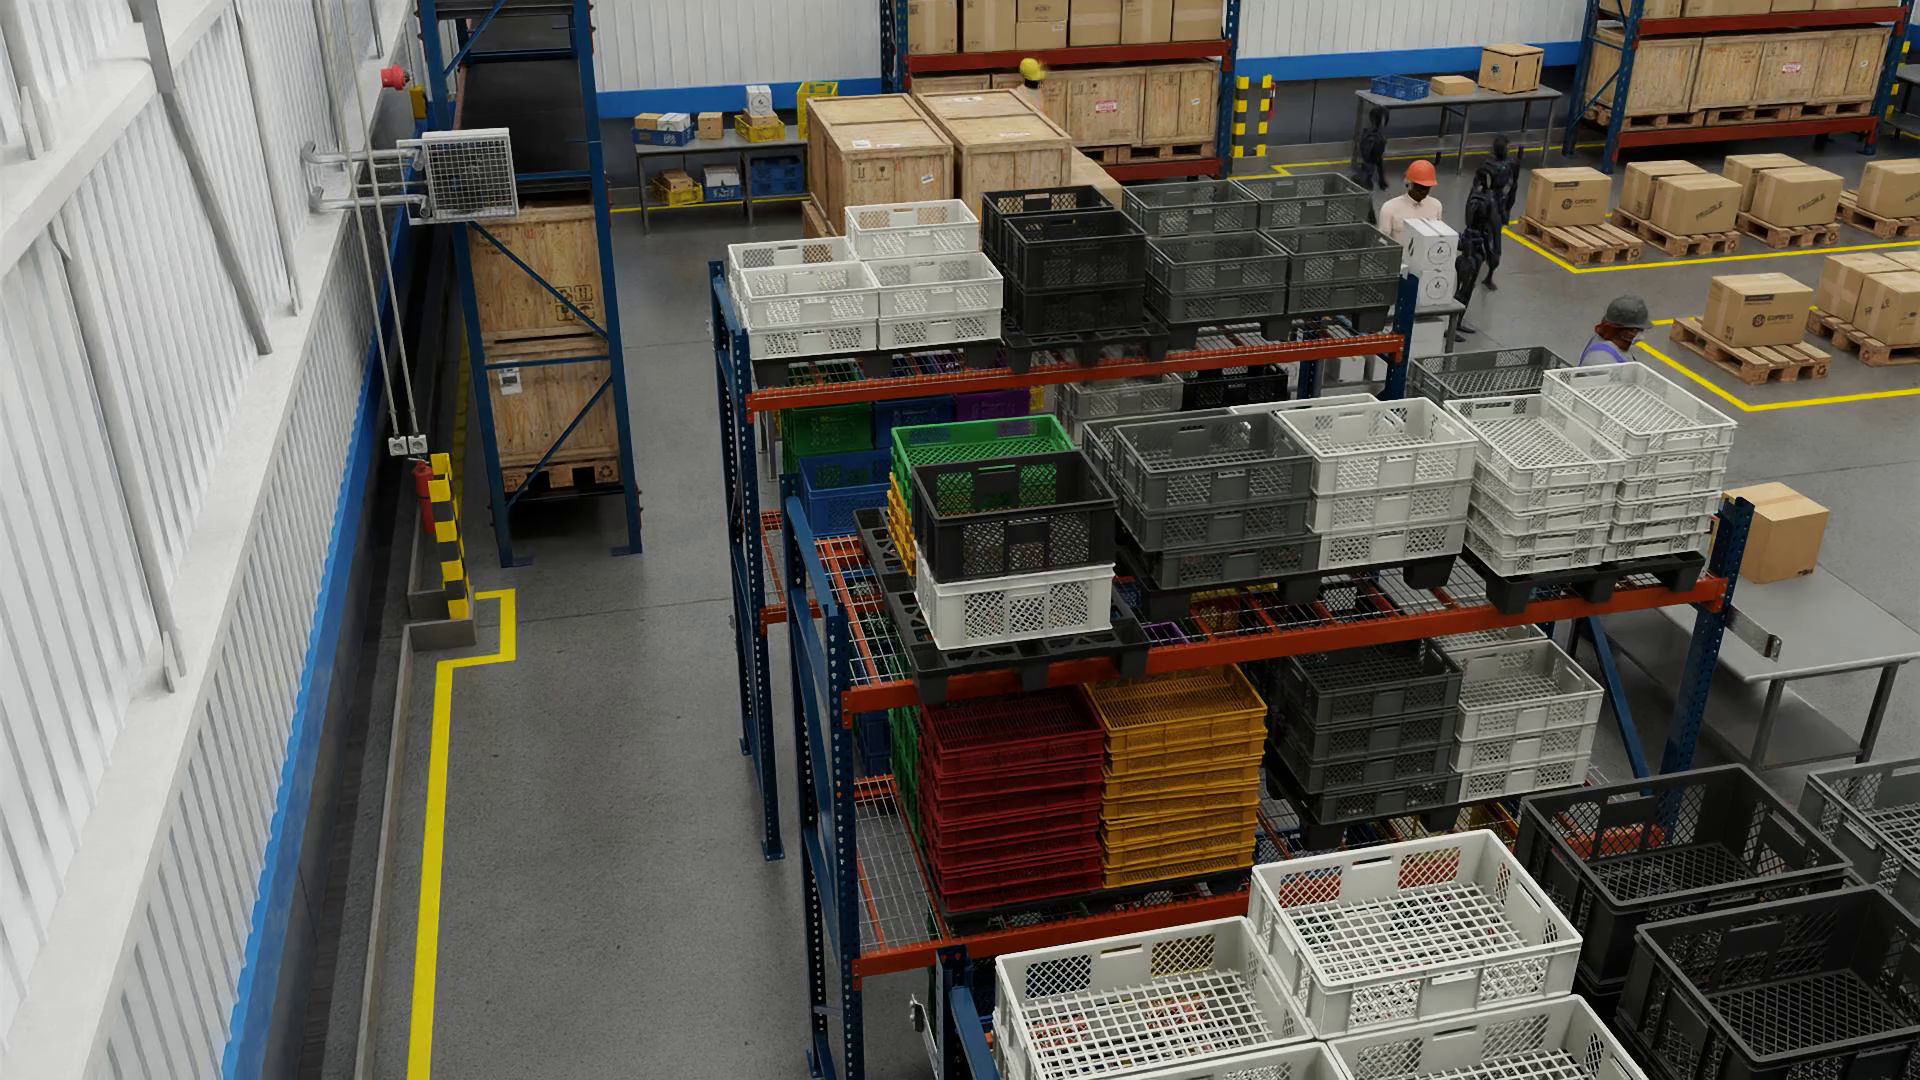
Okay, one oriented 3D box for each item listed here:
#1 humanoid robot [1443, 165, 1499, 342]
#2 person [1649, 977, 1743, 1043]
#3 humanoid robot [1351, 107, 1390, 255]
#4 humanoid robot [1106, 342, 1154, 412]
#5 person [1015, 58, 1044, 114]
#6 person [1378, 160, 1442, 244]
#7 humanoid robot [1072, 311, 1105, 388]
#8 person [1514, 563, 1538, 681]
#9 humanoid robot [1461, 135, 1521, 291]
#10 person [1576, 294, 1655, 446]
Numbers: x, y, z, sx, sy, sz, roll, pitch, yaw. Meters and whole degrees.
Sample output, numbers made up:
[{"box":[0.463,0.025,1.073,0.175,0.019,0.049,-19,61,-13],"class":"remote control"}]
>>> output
[{"box":[4.843,-2.717,15.675,0.322,1.657,0.604,20,34,33],"class":"humanoid robot"},{"box":[2.646,2.240,6.065,0.579,1.882,0.340,18,33,31],"class":"person"},{"box":[4.366,-3.868,17.954,0.817,1.631,0.601,9,29,17],"class":"humanoid robot"},{"box":[1.277,-1.044,12.518,0.499,1.644,0.645,5,28,9],"class":"humanoid robot"},{"box":[0.771,-4.538,18.929,0.387,1.886,0.646,13,31,24],"class":"person"},{"box":[3.952,-2.391,14.750,0.618,1.987,0.402,-7,29,-12],"class":"person"},{"box":[1.131,-2.070,14.454,0.611,1.638,0.482,0,28,0],"class":"humanoid robot"},{"box":[3.477,0.096,10.257,0.312,1.768,0.525,3,28,7],"class":"person"},{"box":[5.348,-3.323,16.856,0.593,1.625,0.559,-5,28,-10],"class":"humanoid robot"},{"box":[4.487,-0.742,11.556,0.535,2.000,0.685,10,29,18],"class":"person"}]
